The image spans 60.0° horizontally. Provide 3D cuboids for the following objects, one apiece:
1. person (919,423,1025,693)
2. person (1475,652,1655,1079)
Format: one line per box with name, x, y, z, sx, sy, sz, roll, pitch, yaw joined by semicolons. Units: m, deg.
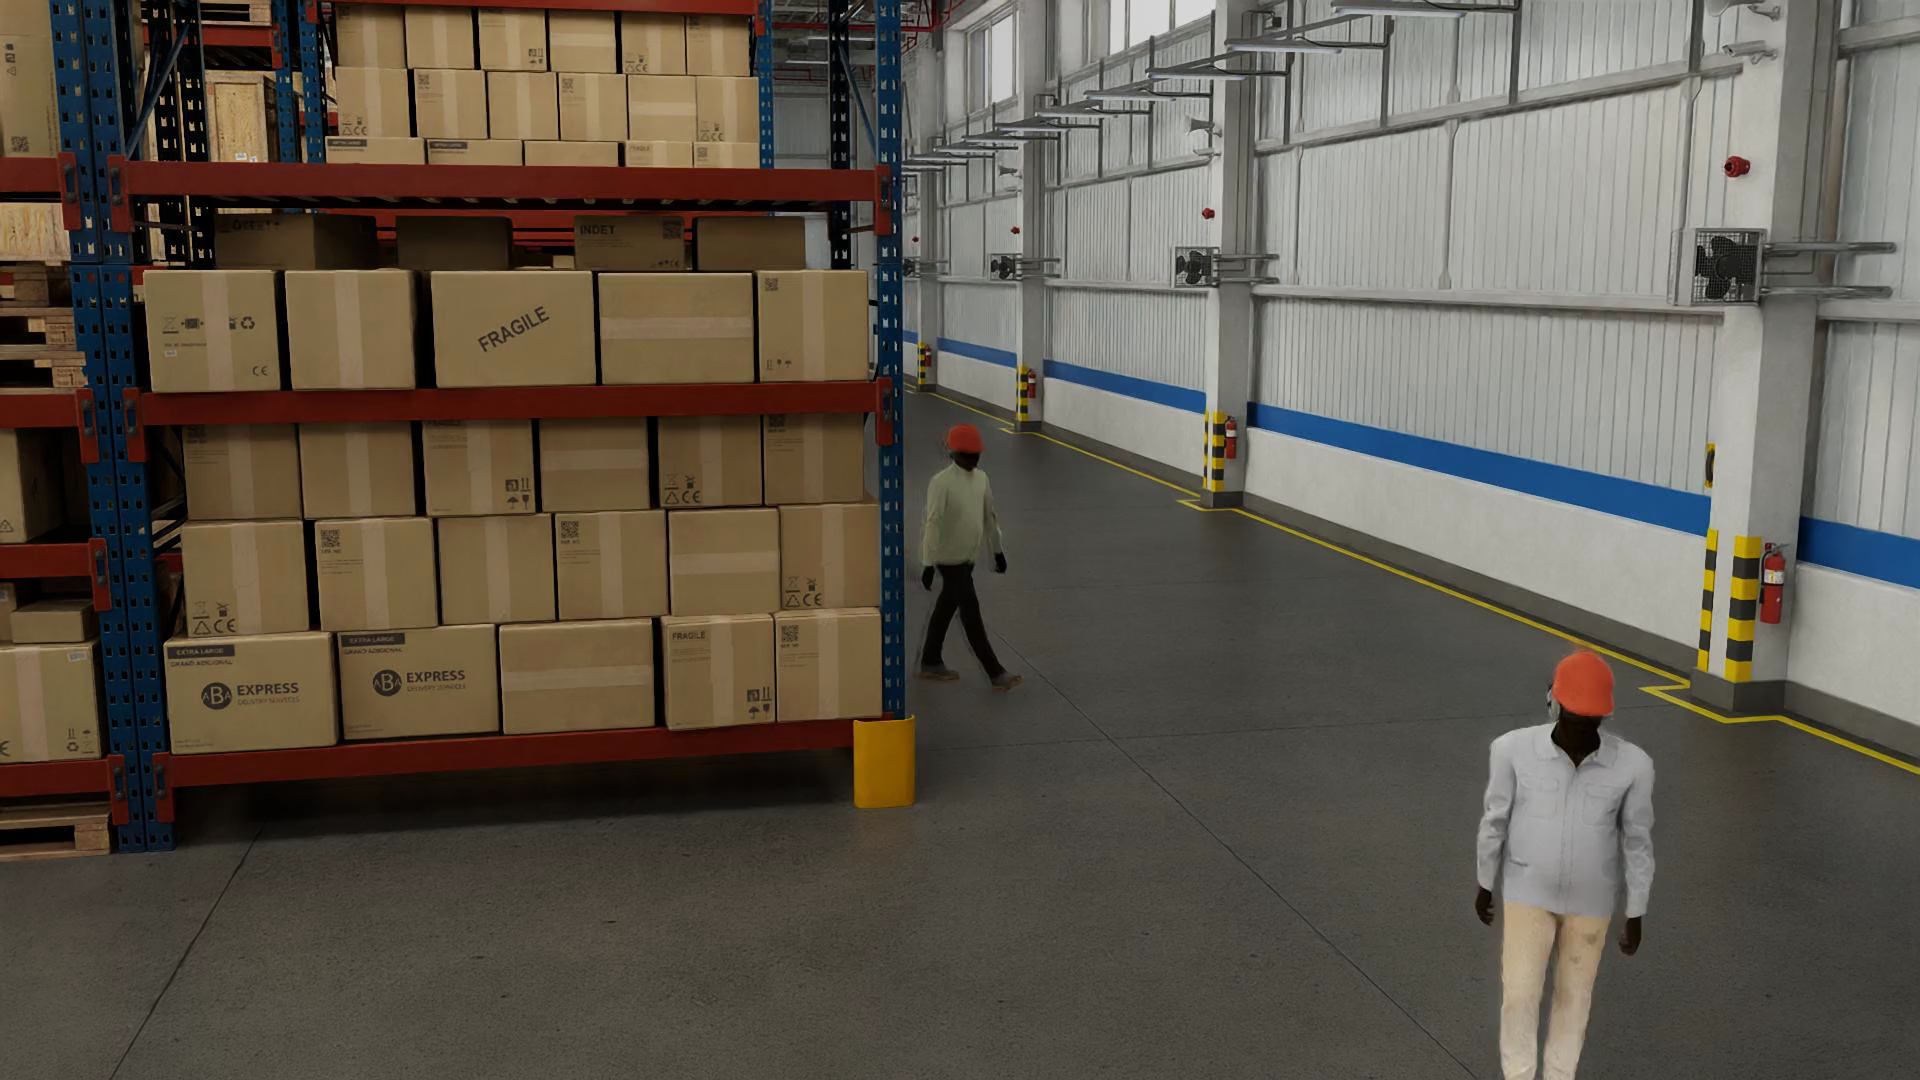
person;0.094;0.119;11.927;1.017;1.921;0.761;6;11;33
person;2.087;1.232;5.754;0.579;1.730;0.514;2;10;14
